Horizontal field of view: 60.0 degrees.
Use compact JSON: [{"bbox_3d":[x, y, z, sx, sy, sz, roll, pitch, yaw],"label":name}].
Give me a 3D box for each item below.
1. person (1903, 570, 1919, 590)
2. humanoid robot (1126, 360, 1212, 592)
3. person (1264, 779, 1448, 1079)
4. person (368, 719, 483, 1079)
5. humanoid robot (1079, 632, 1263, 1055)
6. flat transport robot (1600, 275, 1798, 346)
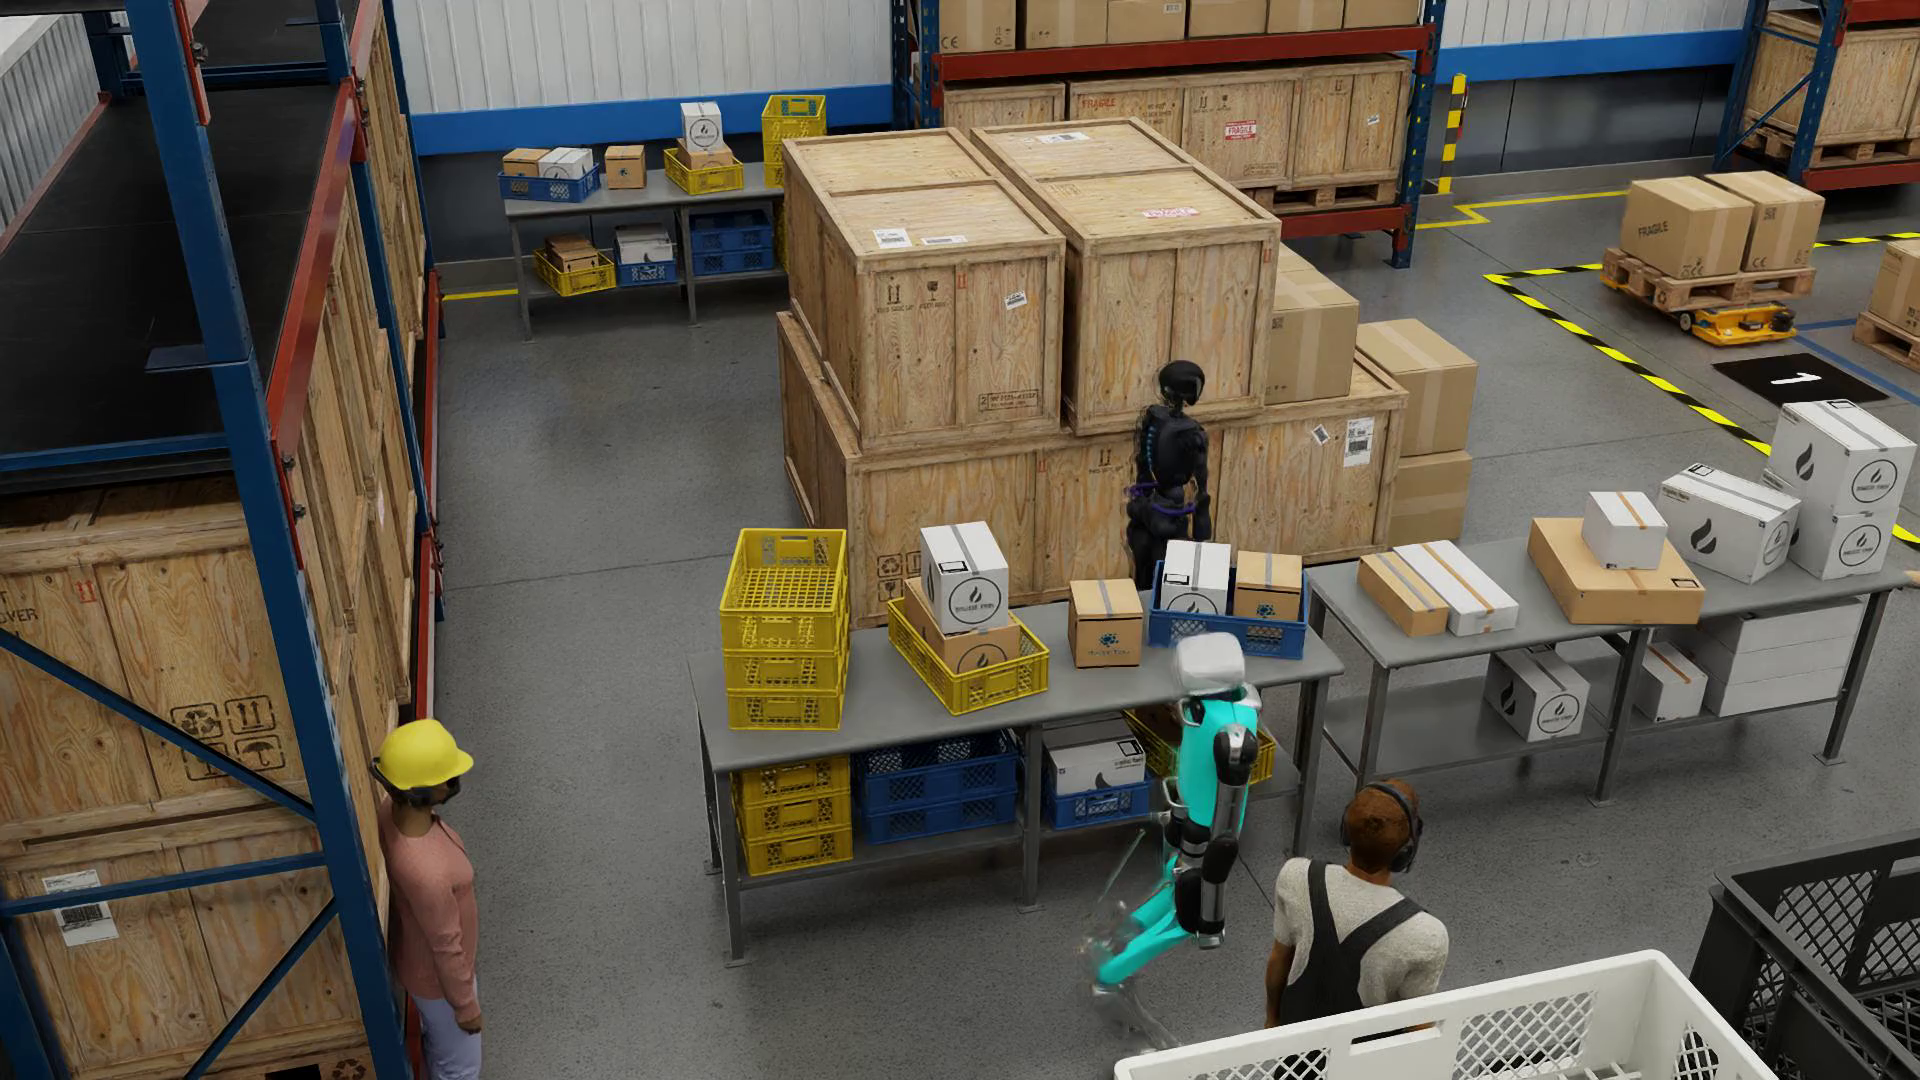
[{"bbox_3d":[5.192,-0.556,8.291,0.379,2.040,0.614,1,29,2],"label":"person"},{"bbox_3d":[0.900,-0.052,7.765,0.644,1.630,0.588,-14,32,-24],"label":"humanoid robot"},{"bbox_3d":[1.106,1.471,4.825,0.508,1.839,0.333,19,34,31],"label":"person"},{"bbox_3d":[-1.595,1.308,5.200,0.333,1.760,0.521,-14,32,-24],"label":"person"},{"bbox_3d":[0.621,1.147,5.556,0.644,1.843,0.532,-2,29,-3],"label":"humanoid robot"},{"bbox_3d":[5.485,-1.815,12.381,0.652,0.197,1.431,-7,30,-13],"label":"flat transport robot"}]
